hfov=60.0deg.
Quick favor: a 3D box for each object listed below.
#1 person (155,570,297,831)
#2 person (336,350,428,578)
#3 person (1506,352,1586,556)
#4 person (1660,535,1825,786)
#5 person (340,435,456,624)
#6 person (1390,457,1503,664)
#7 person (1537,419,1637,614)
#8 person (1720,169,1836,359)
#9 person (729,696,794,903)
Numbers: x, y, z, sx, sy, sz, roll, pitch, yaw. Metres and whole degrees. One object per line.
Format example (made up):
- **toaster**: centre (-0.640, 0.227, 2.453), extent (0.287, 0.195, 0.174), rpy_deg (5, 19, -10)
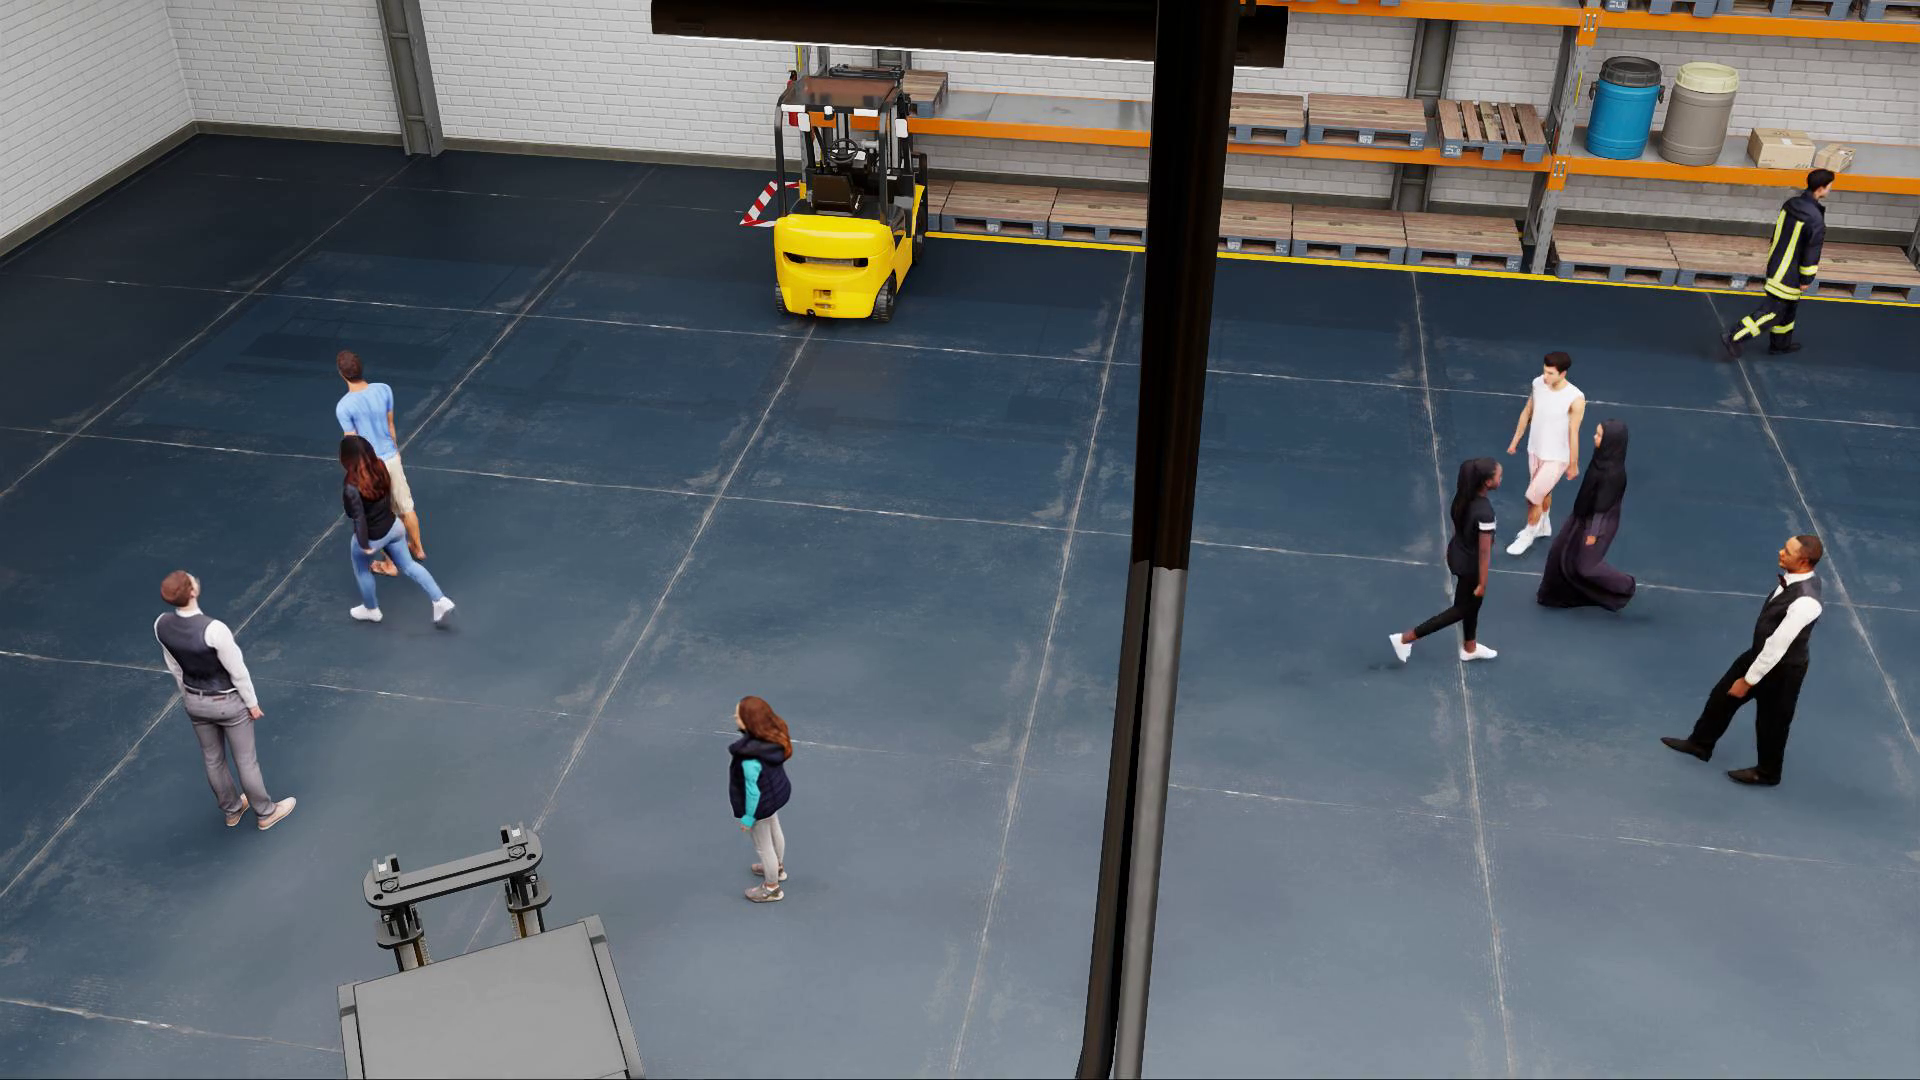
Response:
- **person**: centre (-4.589, 0.988, 10.259), extent (0.503, 1.934, 0.716), rpy_deg (7, 34, 10)
- **person**: centre (-4.452, -0.590, 12.698), extent (0.693, 1.862, 0.724), rpy_deg (20, 39, 27)
- **person**: centre (4.656, -0.688, 12.952), extent (0.982, 1.744, 0.936), rpy_deg (-13, 36, -19)
- **person**: centre (5.270, 0.820, 10.552), extent (1.001, 1.890, 0.741), rpy_deg (8, 34, 12)
- **person**: centre (-4.162, -0.036, 12.101), extent (1.129, 1.600, 0.777), rpy_deg (13, 36, 19)
- **person**: centre (3.487, 0.188, 11.669), extent (1.143, 1.706, 0.804), rpy_deg (-3, 34, -4)
- **person**: centre (4.754, -0.145, 12.267), extent (0.886, 1.599, 0.630), rpy_deg (4, 34, 6)
- **person**: centre (7.709, -2.555, 15.618), extent (1.251, 1.901, 0.989), rpy_deg (-3, 34, -4)
- **person**: centre (-1.177, 1.519, 9.852), extent (0.575, 1.501, 0.569), rpy_deg (4, 34, 6)
